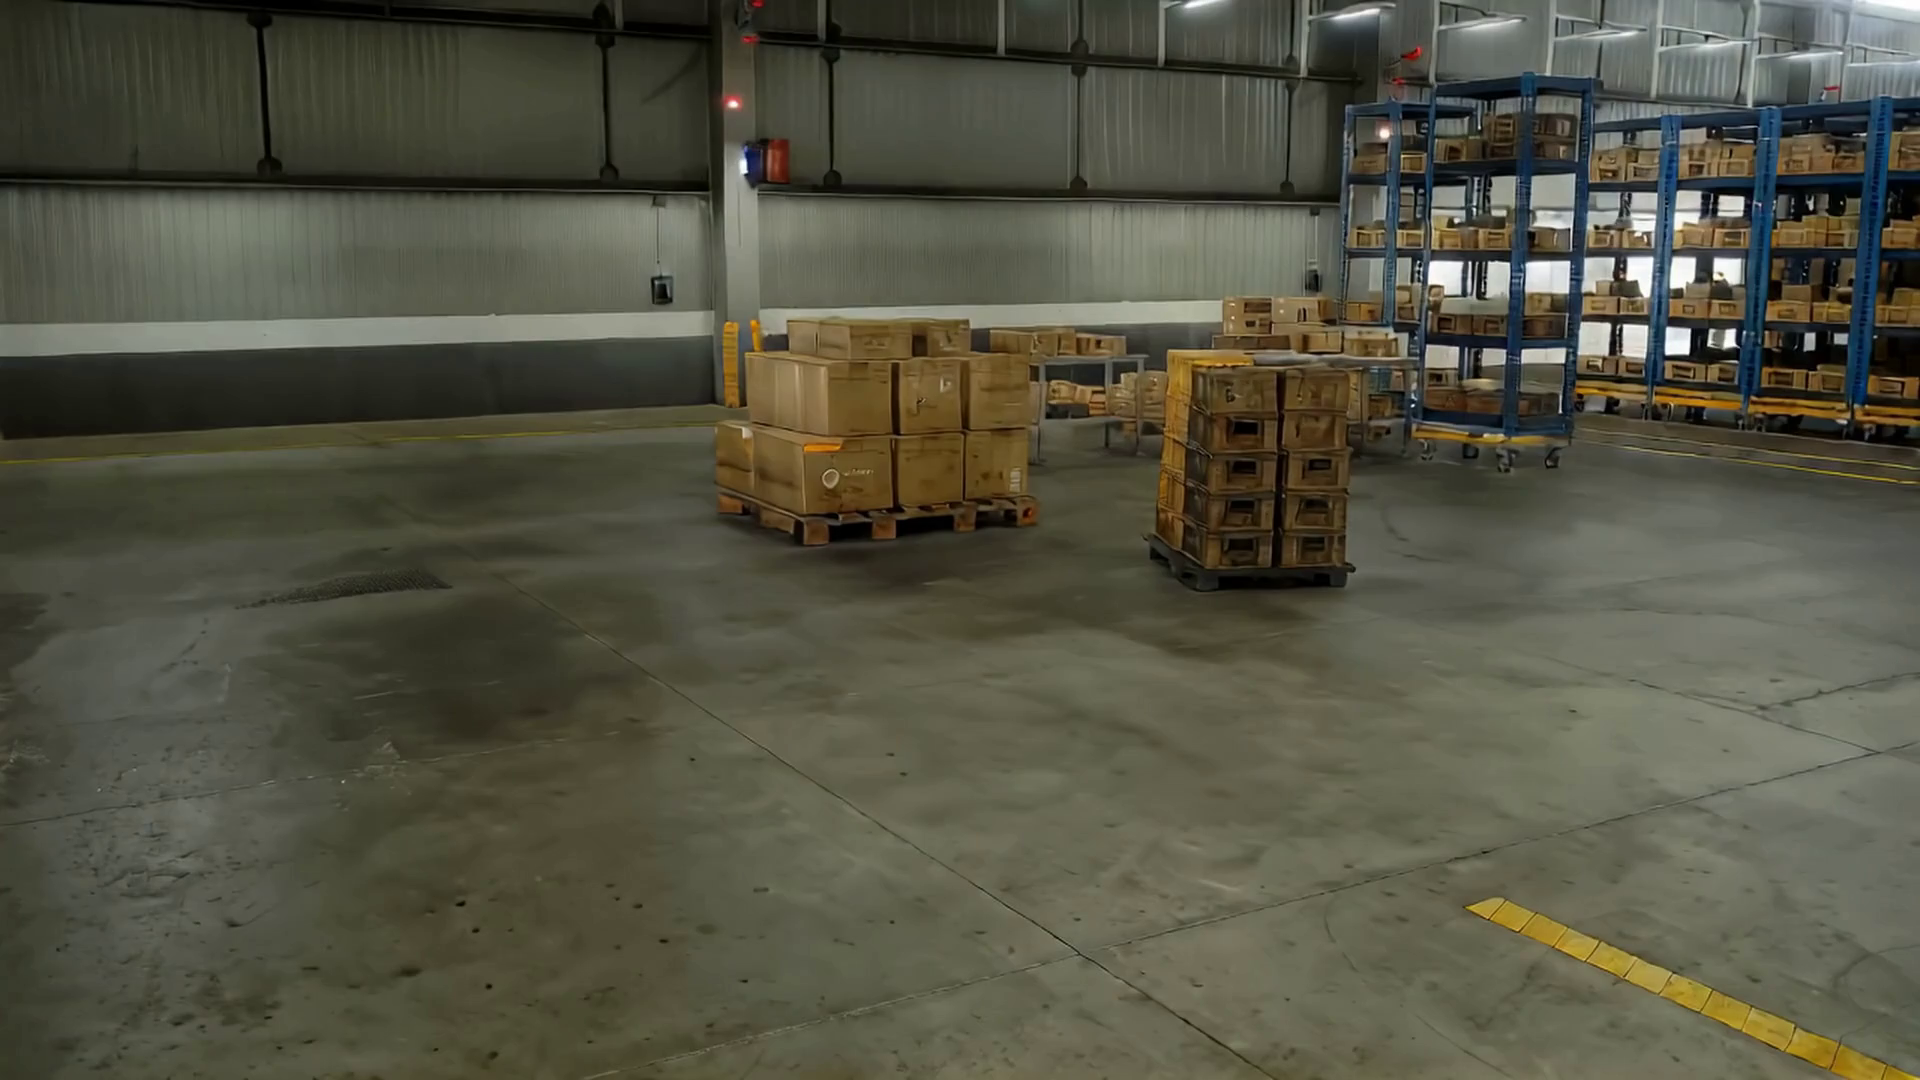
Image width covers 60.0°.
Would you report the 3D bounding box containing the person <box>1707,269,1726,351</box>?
[{"bbox_3d":[11.331,-3.208,25.066,0.563,1.743,0.359,-8,13,-40],"label":"person"}]
